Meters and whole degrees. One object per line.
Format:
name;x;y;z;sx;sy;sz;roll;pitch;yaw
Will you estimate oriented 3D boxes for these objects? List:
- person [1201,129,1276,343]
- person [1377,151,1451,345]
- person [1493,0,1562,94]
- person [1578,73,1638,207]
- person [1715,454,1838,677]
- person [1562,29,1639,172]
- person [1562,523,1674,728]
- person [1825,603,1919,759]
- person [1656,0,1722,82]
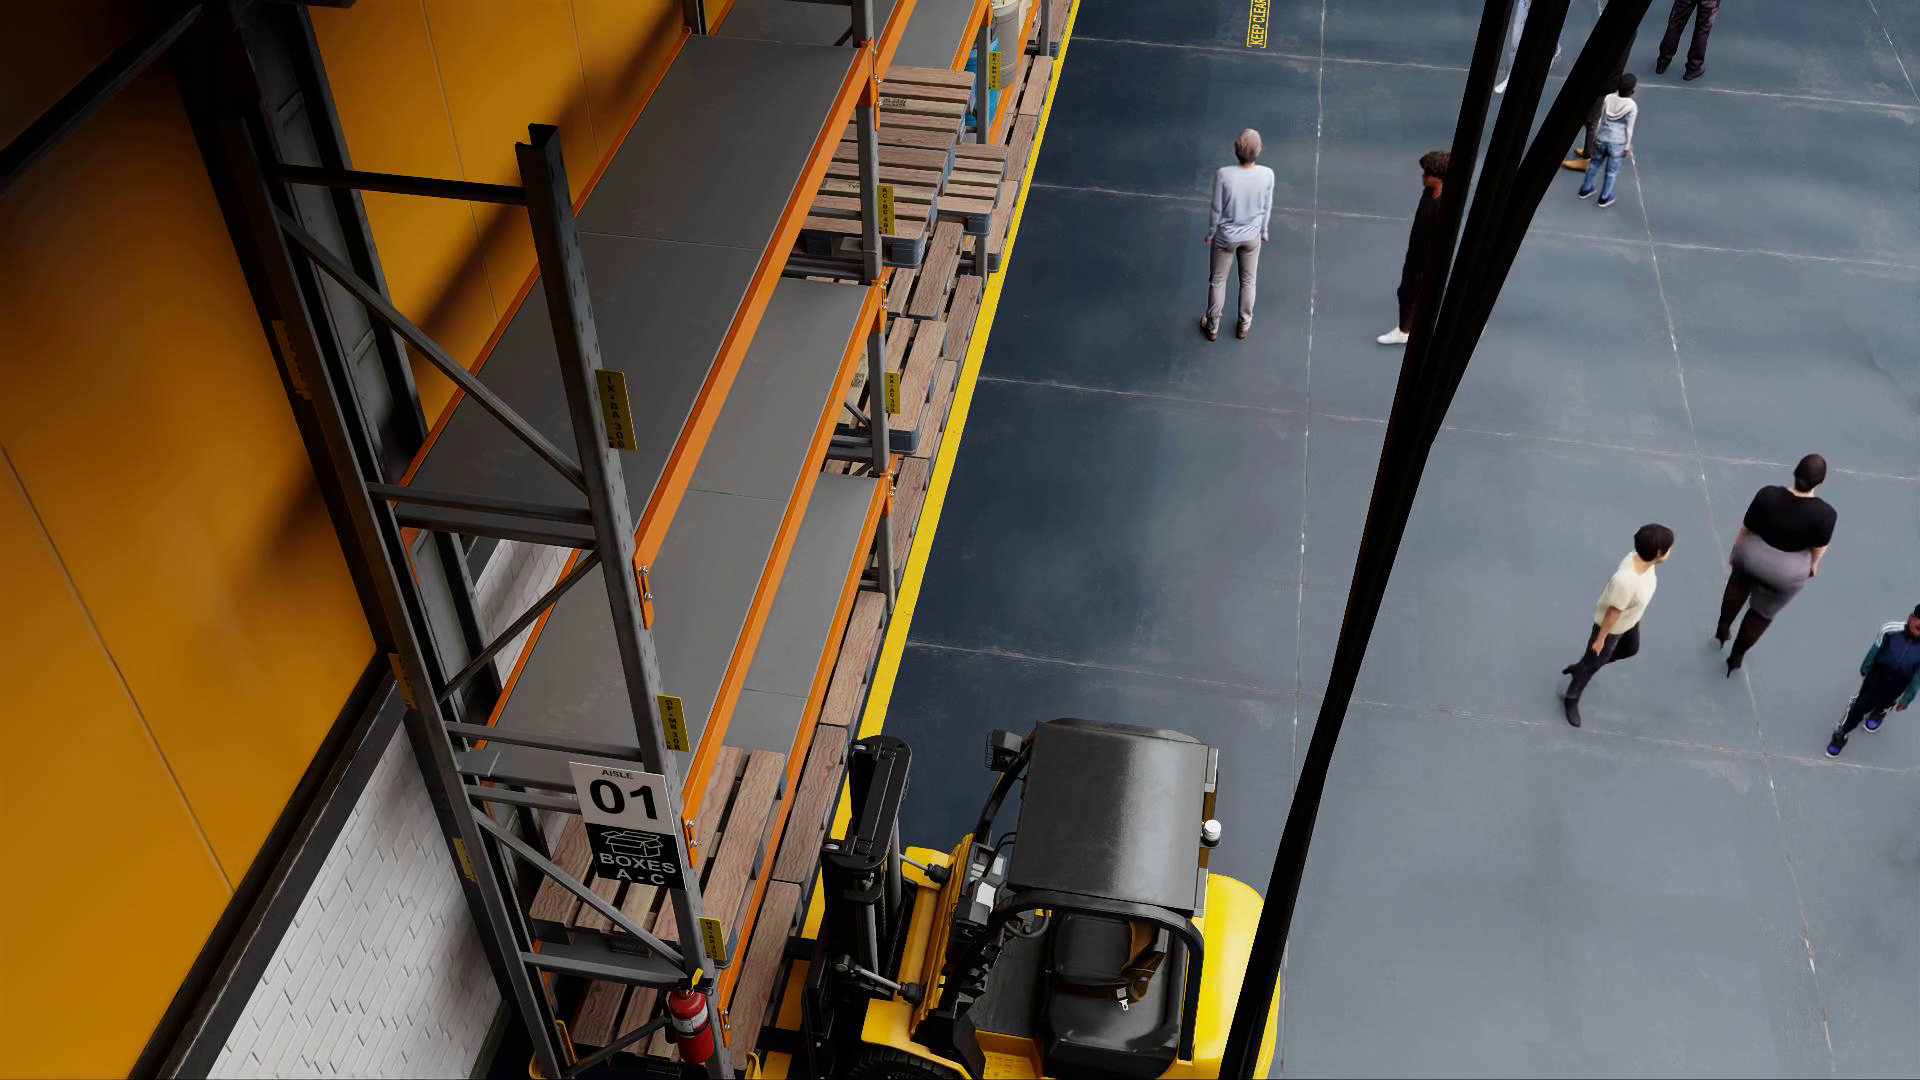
person;2.238;-2.448;13.408;0.706;1.894;0.637;0;44;0
person;3.812;-2.299;13.349;0.857;1.760;0.880;-8;44;-9
person;5.802;-5.307;16.571;1.205;1.671;1.141;-25;49;-24
person;5.923;-3.653;15.134;0.615;1.257;0.566;-32;52;-29
person;5.186;0.219;10.722;0.798;1.739;0.833;33;52;30
person;5.998;-4.257;15.434;0.766;1.719;0.635;31;52;28
person;4.148;0.490;10.556;0.703;1.574;0.795;-26;49;-25
person;5.899;0.816;10.466;0.763;1.225;0.935;30;51;28
person;7.459;-5.577;16.679;0.771;1.911;0.744;27;50;25
